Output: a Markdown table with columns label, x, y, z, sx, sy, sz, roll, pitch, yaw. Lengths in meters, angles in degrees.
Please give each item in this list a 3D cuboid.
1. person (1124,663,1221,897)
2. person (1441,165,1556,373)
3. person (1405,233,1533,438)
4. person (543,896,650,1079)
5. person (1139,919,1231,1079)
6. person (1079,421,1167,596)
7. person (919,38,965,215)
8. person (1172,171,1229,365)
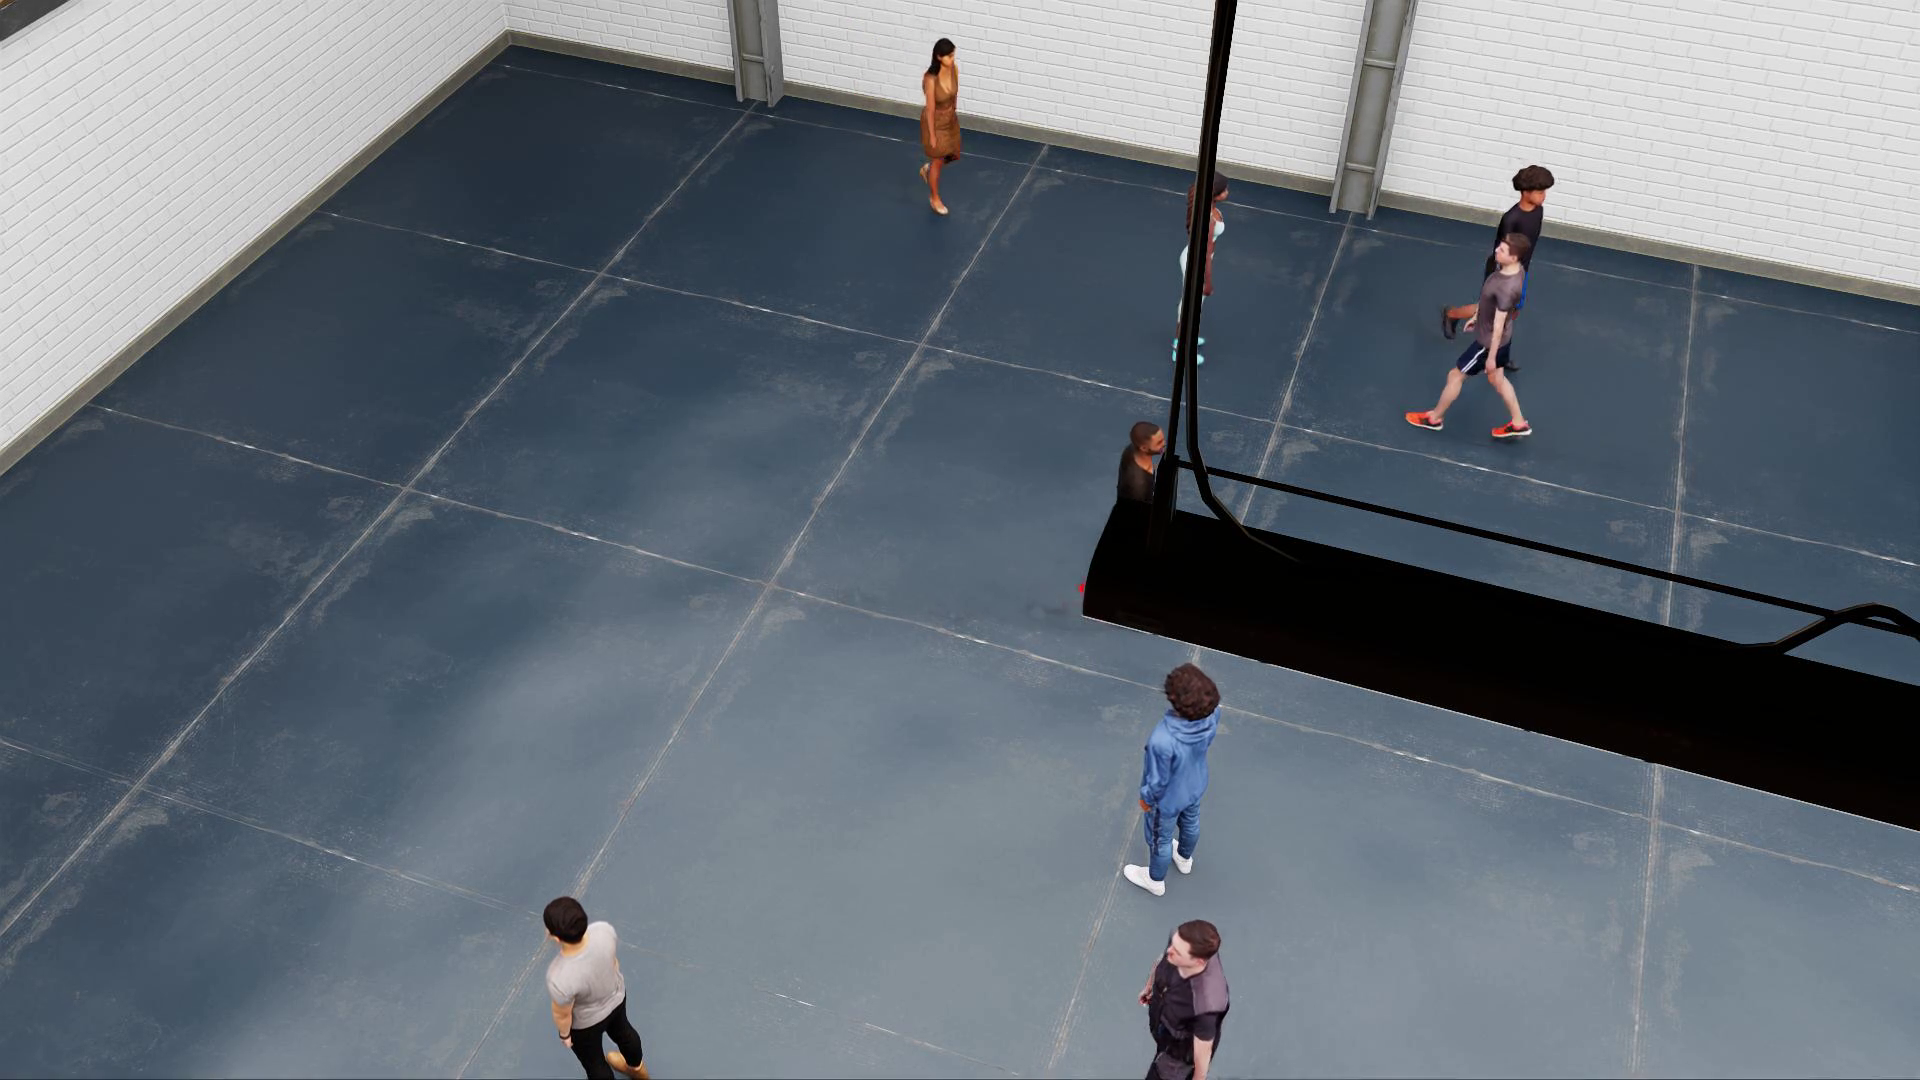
| label | x | y | z | sx | sy | sz | roll | pitch | yaw |
| --- | --- | --- | --- | --- | --- | --- | --- | --- | --- |
| person | 1.219 | 1.350 | 9.372 | 0.765 | 1.812 | 0.762 | -31 | 52 | -28 |
| person | 4.233 | -2.164 | 13.085 | 0.952 | 1.778 | 1.092 | -27 | 50 | -25 |
| person | 4.022 | -1.468 | 12.328 | 1.174 | 1.814 | 0.692 | 17 | 46 | 17 |
| person | -1.845 | 2.346 | 8.394 | 0.614 | 1.718 | 0.645 | 25 | 49 | 24 |
| person | 1.189 | 2.428 | 8.222 | 0.820 | 1.837 | 0.840 | -4 | 44 | -4 |
| person | 1.061 | -0.088 | 10.894 | 0.888 | 1.794 | 0.794 | 2 | 44 | 2 |
| person | -0.237 | -3.697 | 14.772 | 0.739 | 1.671 | 0.829 | -34 | 53 | -30 |
| person | 1.866 | -2.155 | 13.115 | 0.662 | 1.723 | 0.648 | -4 | 44 | -4 |
